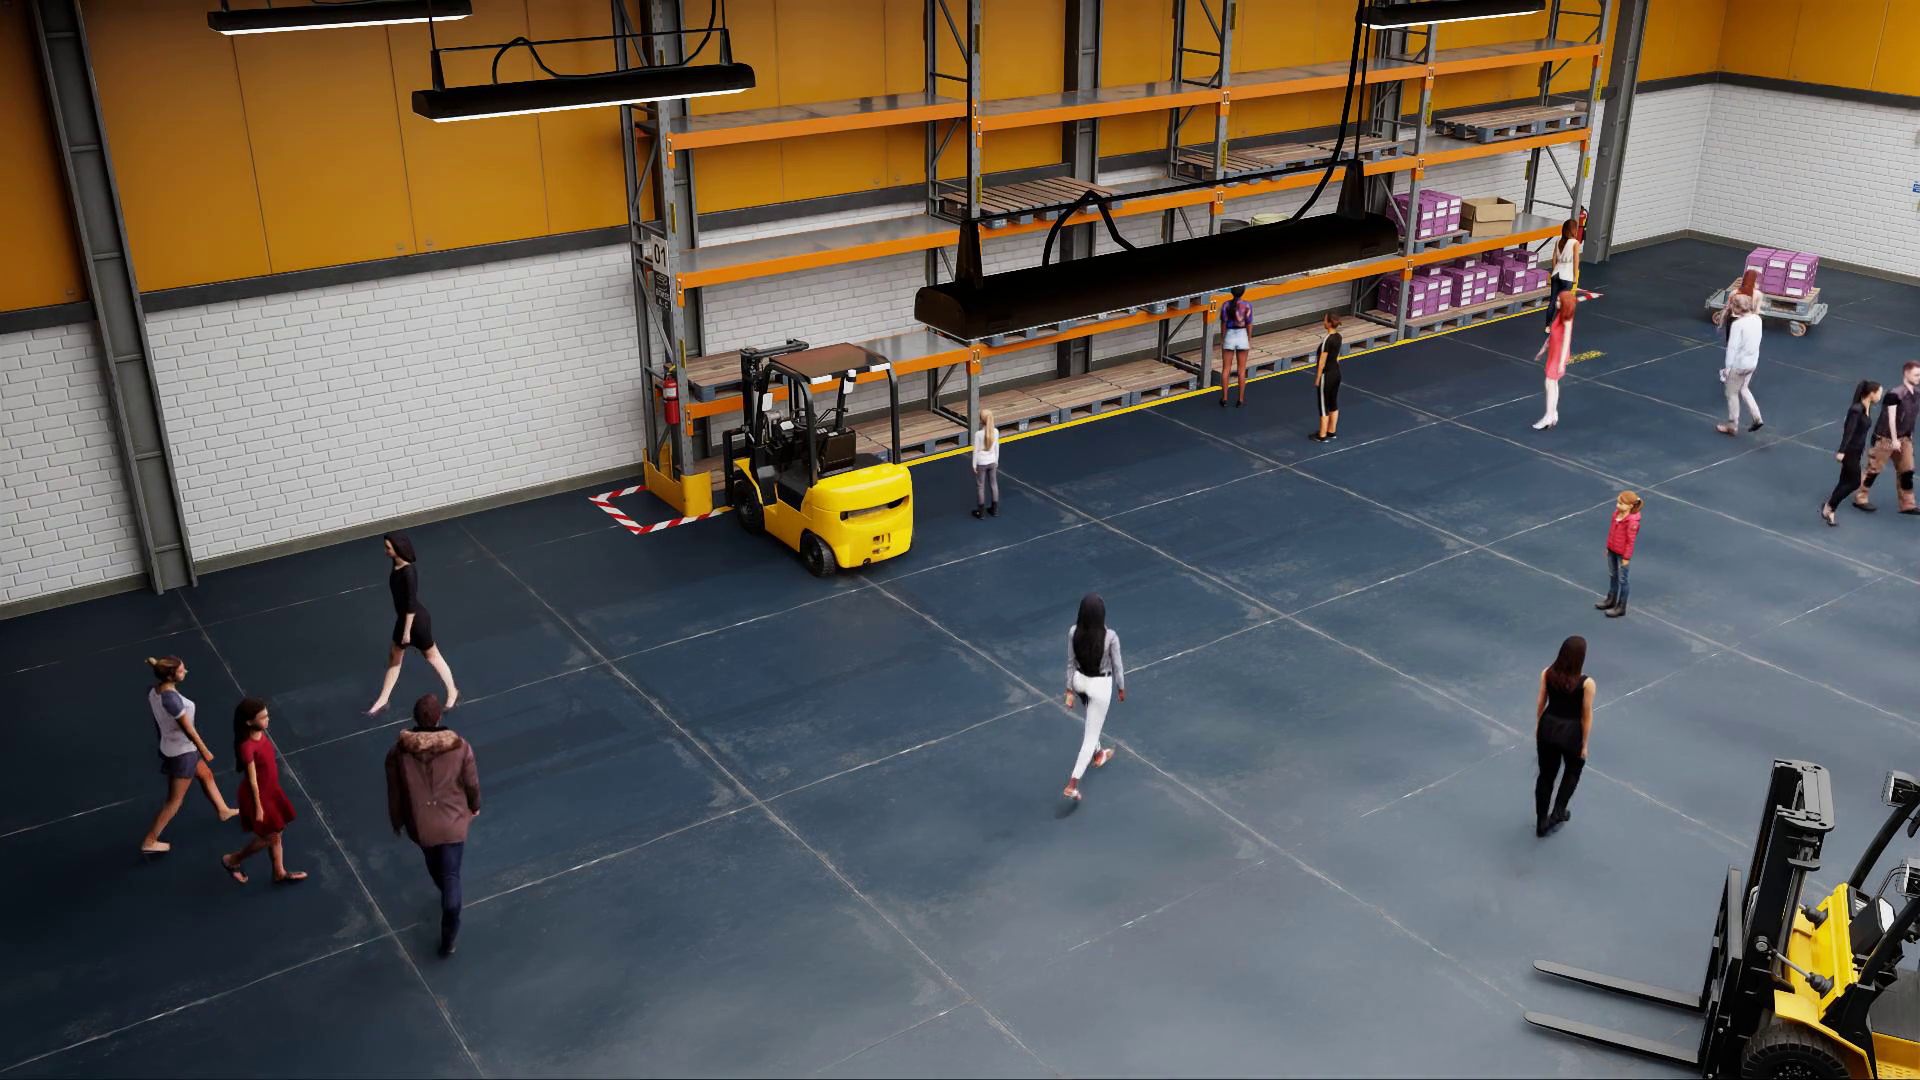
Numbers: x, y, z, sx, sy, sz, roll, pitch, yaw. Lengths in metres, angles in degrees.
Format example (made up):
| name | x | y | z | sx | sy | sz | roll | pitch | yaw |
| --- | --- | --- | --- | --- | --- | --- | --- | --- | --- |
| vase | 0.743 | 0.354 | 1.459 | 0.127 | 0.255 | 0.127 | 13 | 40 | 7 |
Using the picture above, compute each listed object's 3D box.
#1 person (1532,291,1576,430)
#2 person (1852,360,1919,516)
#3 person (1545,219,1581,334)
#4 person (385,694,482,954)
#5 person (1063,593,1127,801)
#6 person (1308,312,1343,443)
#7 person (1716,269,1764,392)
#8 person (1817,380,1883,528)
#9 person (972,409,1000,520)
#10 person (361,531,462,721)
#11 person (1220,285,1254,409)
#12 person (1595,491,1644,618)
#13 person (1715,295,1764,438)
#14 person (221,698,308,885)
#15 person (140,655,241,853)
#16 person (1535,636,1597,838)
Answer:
| name | x | y | z | sx | sy | sz | roll | pitch | yaw |
| --- | --- | --- | --- | --- | --- | --- | --- | --- | --- |
| person | 7.797 | -2.335 | 21.524 | 0.805 | 1.818 | 0.743 | 4 | 24 | 9 |
| person | 10.512 | -1.193 | 18.914 | 0.974 | 1.817 | 0.842 | -10 | 26 | -22 |
| person | 9.208 | -4.017 | 25.413 | 0.508 | 1.785 | 0.588 | -16 | 28 | -32 |
| person | -3.657 | 2.018 | 11.601 | 1.267 | 1.791 | 1.168 | -4 | 24 | -10 |
| person | 1.032 | 1.285 | 13.416 | 0.909 | 1.681 | 1.282 | 15 | 28 | 31 |
| person | 4.692 | -2.079 | 21.126 | 0.688 | 1.669 | 0.537 | 18 | 29 | 35 |
| person | 10.663 | -2.803 | 22.731 | 1.084 | 1.709 | 1.119 | 3 | 24 | 6 |
| person | 9.851 | -0.965 | 18.547 | 0.605 | 1.692 | 0.744 | -20 | 31 | -38 |
| person | 0.295 | -0.867 | 18.841 | 0.451 | 1.277 | 0.557 | -12 | 26 | -26 |
| person | -4.672 | 0.756 | 14.521 | 1.086 | 1.765 | 0.671 | -14 | 27 | -28 |
| person | 3.696 | -2.639 | 22.317 | 0.664 | 1.741 | 0.710 | 6 | 24 | 13 |
| person | 6.586 | 0.122 | 16.532 | 0.572 | 1.314 | 0.562 | -6 | 24 | -14 |
| person | 9.993 | -2.173 | 21.103 | 0.826 | 1.858 | 0.855 | -9 | 25 | -19 |
| person | -5.221 | 1.880 | 12.233 | 0.891 | 1.537 | 0.744 | -2 | 24 | -6 |
| person | -6.030 | 1.658 | 12.684 | 1.095 | 1.583 | 0.637 | -21 | 31 | -39 |
| person | 4.600 | 1.547 | 12.817 | 0.691 | 1.679 | 0.718 | 18 | 29 | 35 |
